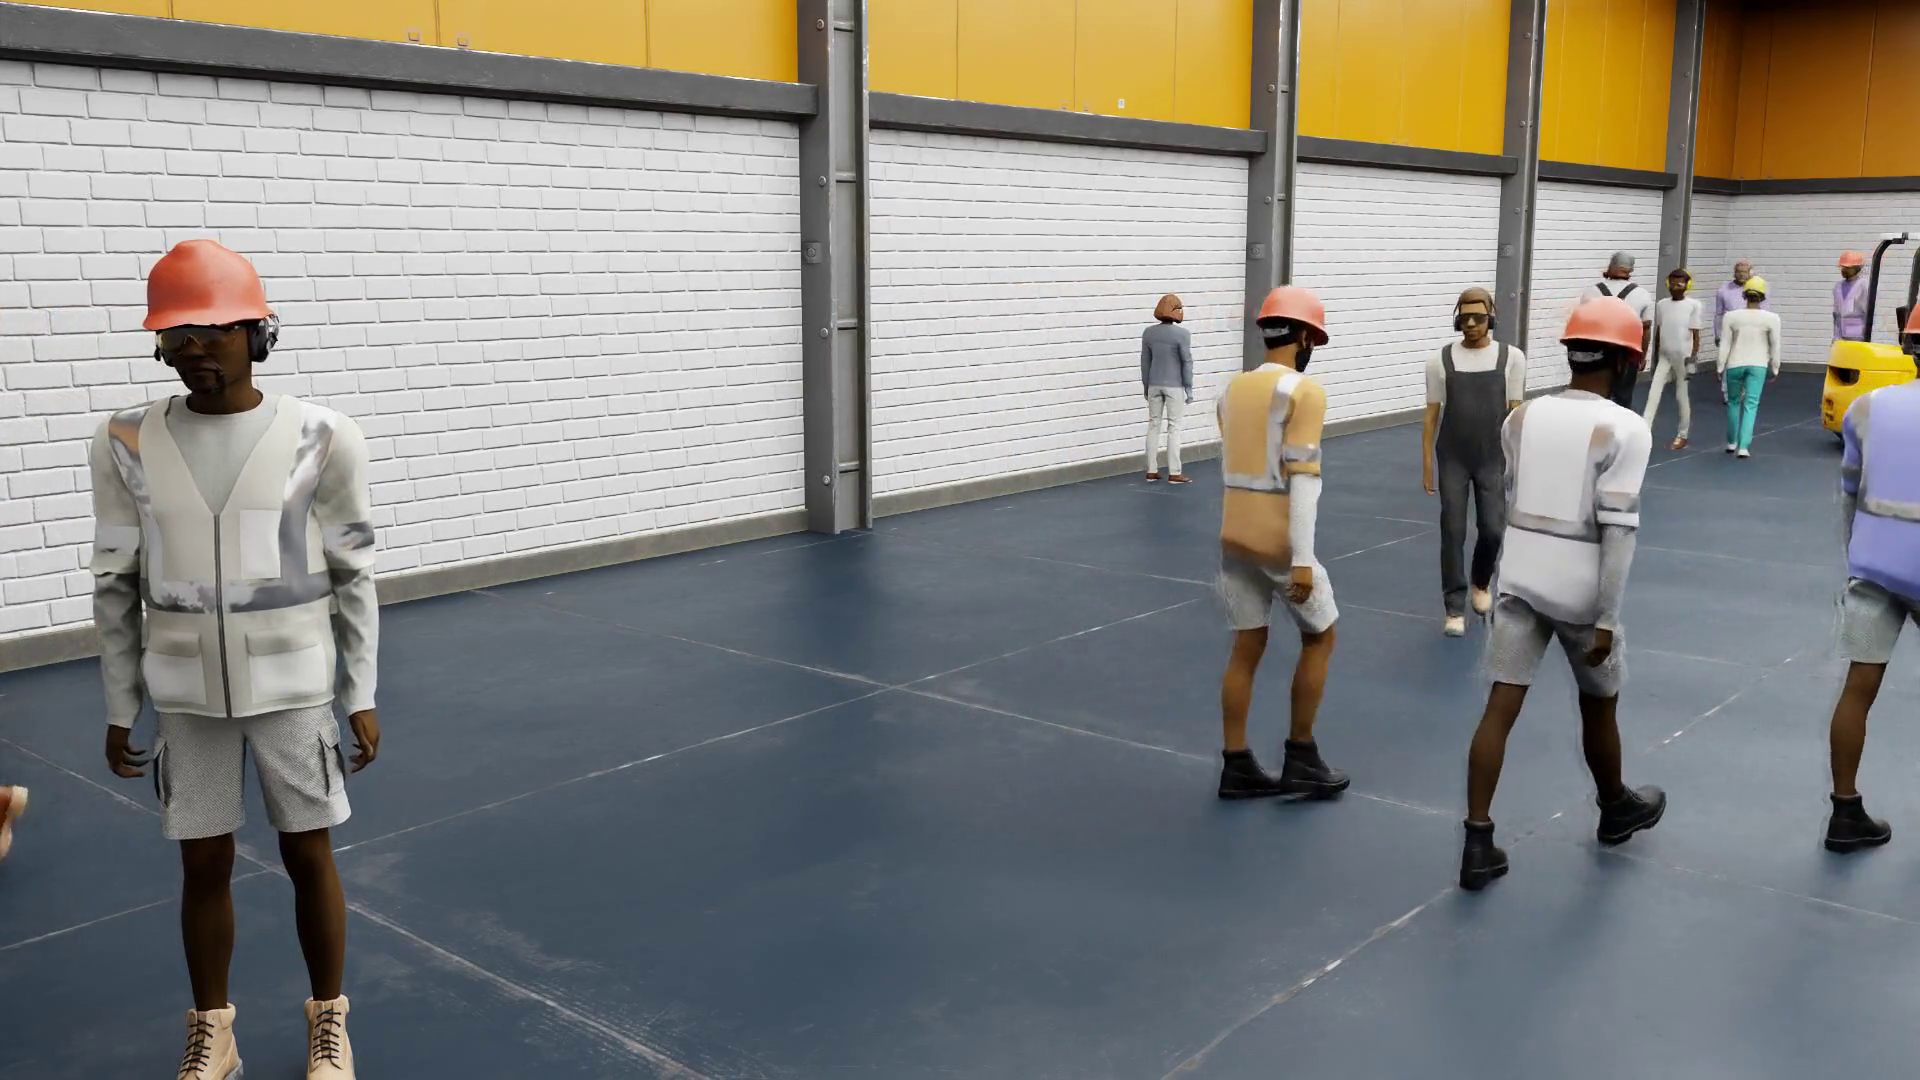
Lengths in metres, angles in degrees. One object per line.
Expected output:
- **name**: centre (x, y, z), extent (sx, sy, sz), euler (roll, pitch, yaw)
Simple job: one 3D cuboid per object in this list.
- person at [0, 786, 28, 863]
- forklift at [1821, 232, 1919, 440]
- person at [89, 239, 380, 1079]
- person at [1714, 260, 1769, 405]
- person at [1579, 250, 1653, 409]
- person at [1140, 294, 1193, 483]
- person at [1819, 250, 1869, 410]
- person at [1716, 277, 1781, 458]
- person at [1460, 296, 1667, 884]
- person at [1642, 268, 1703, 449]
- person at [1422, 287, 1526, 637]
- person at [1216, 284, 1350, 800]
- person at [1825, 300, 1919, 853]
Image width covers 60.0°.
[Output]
- **person**: centre (-3.220, 0.256, 4.880), extent (0.586, 1.858, 0.740), euler (9, 13, 42)
- **forklift**: centre (9.955, -1.972, 16.595), extent (2.313, 2.155, 1.214), euler (1, 10, 8)
- **person**: centre (-1.657, 0.345, 3.830), extent (0.615, 2.043, 0.373), euler (-2, 10, -10)
- **person**: centre (10.203, -2.716, 21.754), extent (0.642, 1.878, 0.909), euler (5, 11, 24)
- **person**: centre (6.559, -1.908, 16.667), extent (0.706, 2.000, 0.598), euler (6, 11, 29)
- **person**: centre (1.795, -1.305, 14.395), extent (0.507, 1.633, 0.276), euler (8, 13, 39)
- **person**: centre (11.206, -2.613, 20.792), extent (0.880, 2.014, 0.610), euler (-4, 11, -22)
- **person**: centre (7.711, -1.683, 16.251), extent (0.543, 1.739, 0.831), euler (6, 12, 31)
- **person**: centre (1.969, 0.158, 5.405), extent (1.023, 1.869, 0.572), euler (-8, 12, -37)
- **person**: centre (7.069, -1.781, 16.578), extent (0.953, 1.817, 0.539), euler (-8, 13, -39)
- **person**: centre (2.706, -0.419, 8.801), extent (0.527, 1.828, 0.543), euler (3, 10, 17)
- **person**: centre (1.187, 0.018, 6.134), extent (0.611, 1.894, 0.591), euler (-6, 12, -30)
- **person**: centre (3.309, 0.095, 5.674), extent (0.947, 1.892, 0.574), euler (-6, 12, -33)
